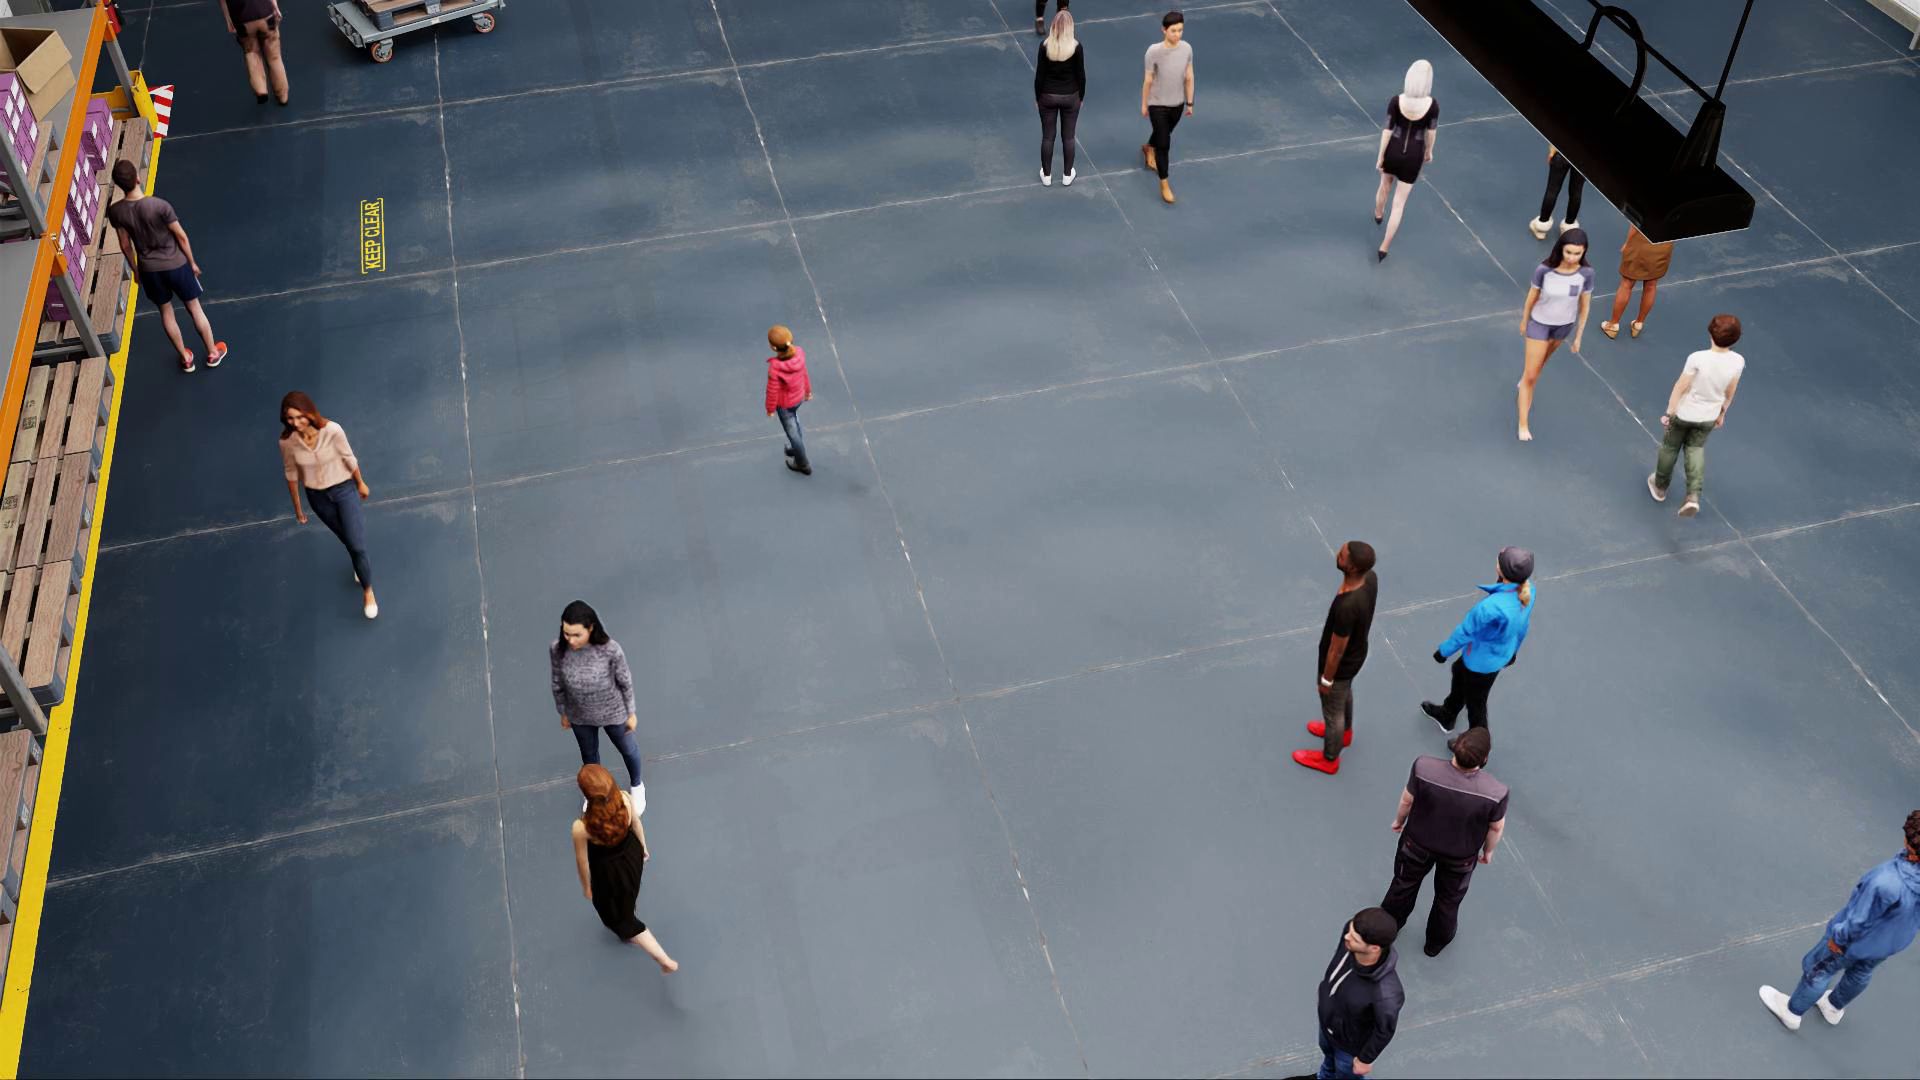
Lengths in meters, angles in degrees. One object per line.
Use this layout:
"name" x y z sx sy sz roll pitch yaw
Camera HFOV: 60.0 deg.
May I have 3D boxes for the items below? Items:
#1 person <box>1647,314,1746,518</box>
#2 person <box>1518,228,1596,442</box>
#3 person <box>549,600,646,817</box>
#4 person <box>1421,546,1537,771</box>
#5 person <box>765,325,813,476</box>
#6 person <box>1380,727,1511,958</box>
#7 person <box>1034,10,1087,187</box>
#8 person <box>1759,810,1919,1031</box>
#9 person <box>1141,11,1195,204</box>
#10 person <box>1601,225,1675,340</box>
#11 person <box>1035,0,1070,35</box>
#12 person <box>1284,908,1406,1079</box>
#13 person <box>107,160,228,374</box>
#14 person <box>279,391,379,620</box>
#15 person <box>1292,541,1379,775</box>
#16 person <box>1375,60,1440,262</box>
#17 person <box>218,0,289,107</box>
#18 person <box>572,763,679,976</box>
"person" 5.260 -0.839 11.863 0.758 1.635 0.969 3 44 3
"person" 4.497 -1.679 12.707 0.848 1.687 1.171 3 44 3
"person" -2.144 0.996 9.867 0.674 1.732 0.619 1 44 2
"person" 3.247 0.779 10.059 0.796 1.782 0.923 -28 50 -26
"person" -1.199 -1.007 12.280 0.699 1.304 0.650 28 50 26
"person" 2.638 1.647 9.101 0.794 1.846 0.829 18 46 18
"person" 0.902 -4.015 15.161 0.678 1.686 0.641 3 44 3
"person" 4.828 2.042 8.718 0.692 1.803 0.629 -12 45 -13
"person" 1.861 -4.036 15.183 0.622 1.686 1.112 -12 45 -12
"person" 5.560 -2.357 13.417 0.603 1.690 0.576 -1 44 -1
"person" 0.932 -5.873 17.290 0.586 1.439 0.980 -12 45 -12
"person" 1.962 2.398 8.280 0.748 1.892 0.532 -7 44 -7
"person" -6.262 -2.136 13.067 0.649 1.853 0.540 -9 44 -10
"person" -4.247 -0.369 11.276 0.657 1.765 0.917 -7 44 -7
"person" 2.348 0.711 10.119 0.773 1.798 0.713 19 47 19
"person" 3.779 -3.193 14.214 0.944 1.802 1.111 12 45 12
"person" -6.852 -5.024 16.117 0.675 1.828 0.710 -12 45 -13
"person" -1.830 1.839 9.078 0.881 1.601 1.001 -34 53 -31
